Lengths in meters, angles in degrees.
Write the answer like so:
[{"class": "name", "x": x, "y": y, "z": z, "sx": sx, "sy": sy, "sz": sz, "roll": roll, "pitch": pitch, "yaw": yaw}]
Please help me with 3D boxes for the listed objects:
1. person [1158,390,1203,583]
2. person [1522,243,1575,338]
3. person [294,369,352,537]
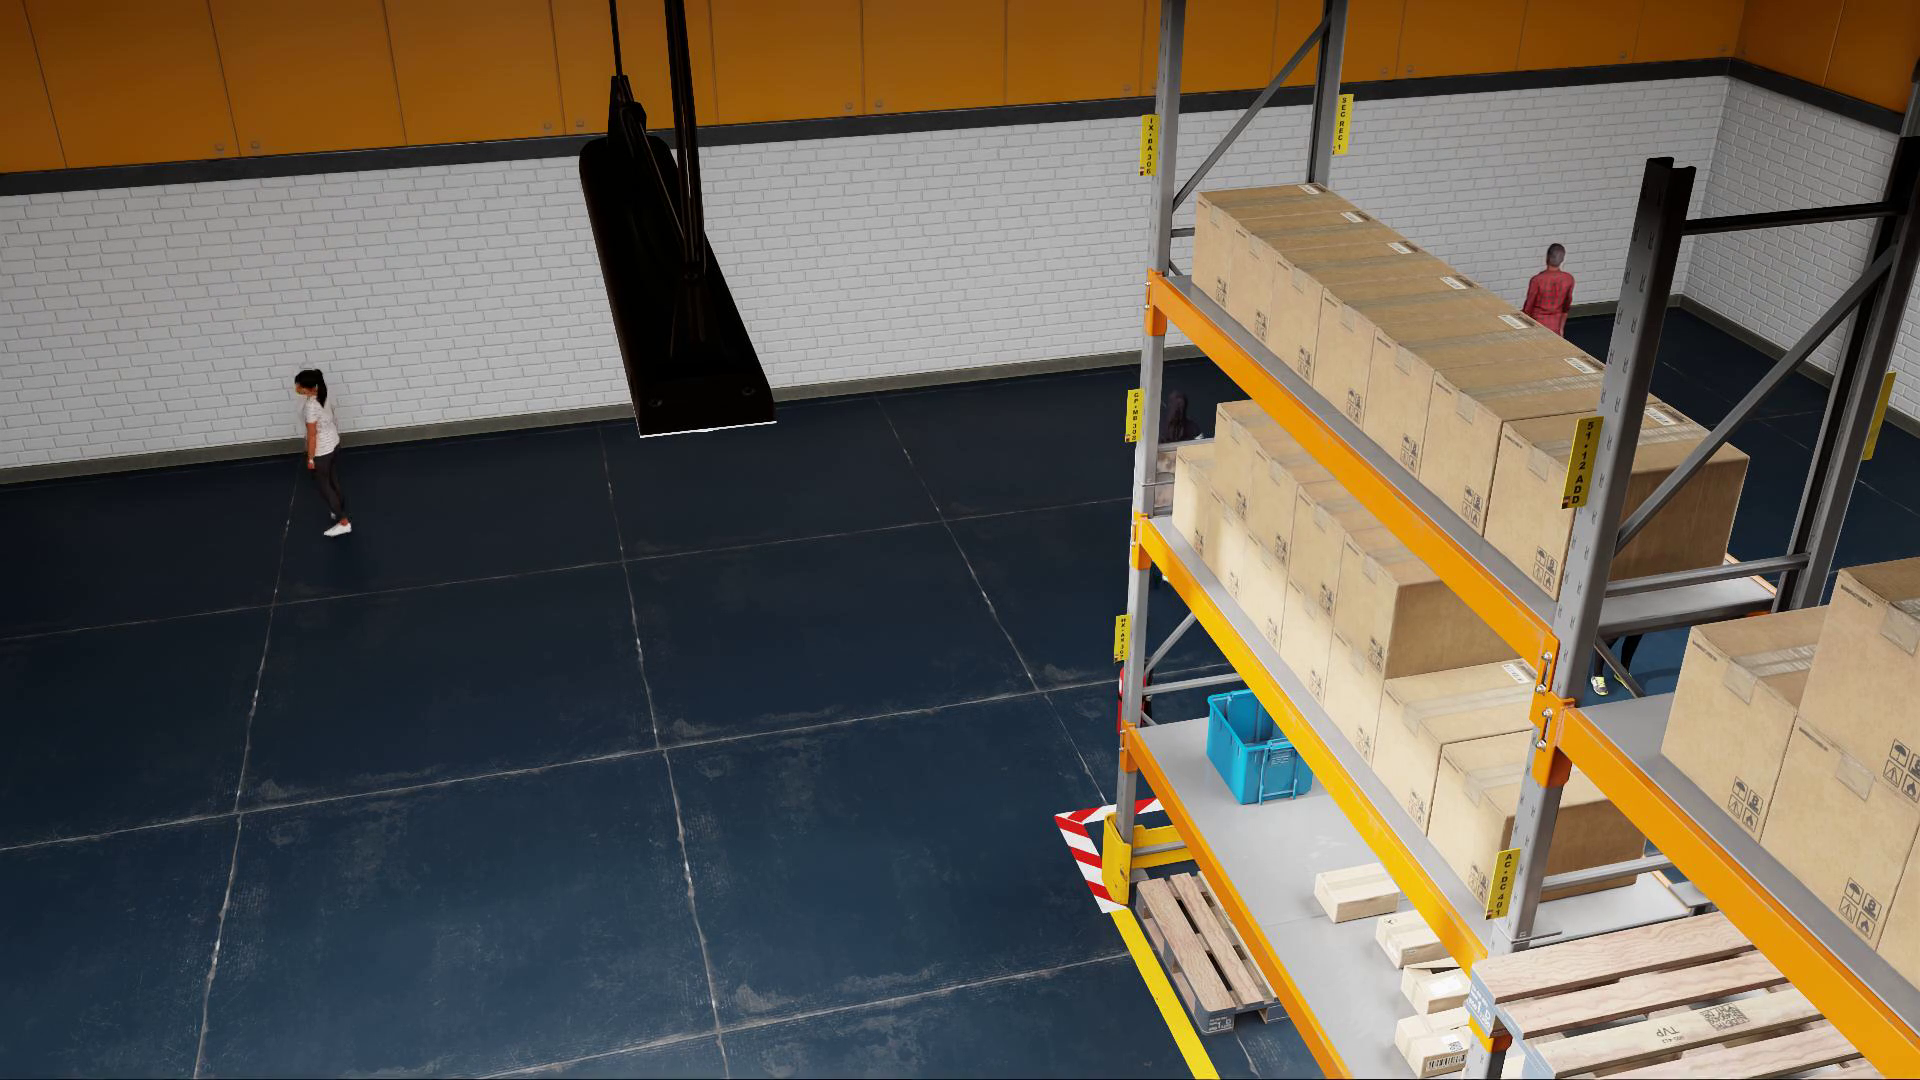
[{"class": "person", "x": 1.853, "y": -0.449, "z": 14.483, "sx": 0.966, "sy": 1.684, "sz": 1.271, "roll": 4, "pitch": 29, "yaw": 8}, {"class": "person", "x": 6.174, "y": -2.249, "z": 17.623, "sx": 0.731, "sy": 1.835, "sz": 0.642, "roll": -4, "pitch": 29, "yaw": -7}, {"class": "person", "x": -5.841, "y": -0.852, "z": 15.285, "sx": 0.770, "sy": 1.624, "sz": 0.570, "roll": 8, "pitch": 30, "yaw": 14}]
